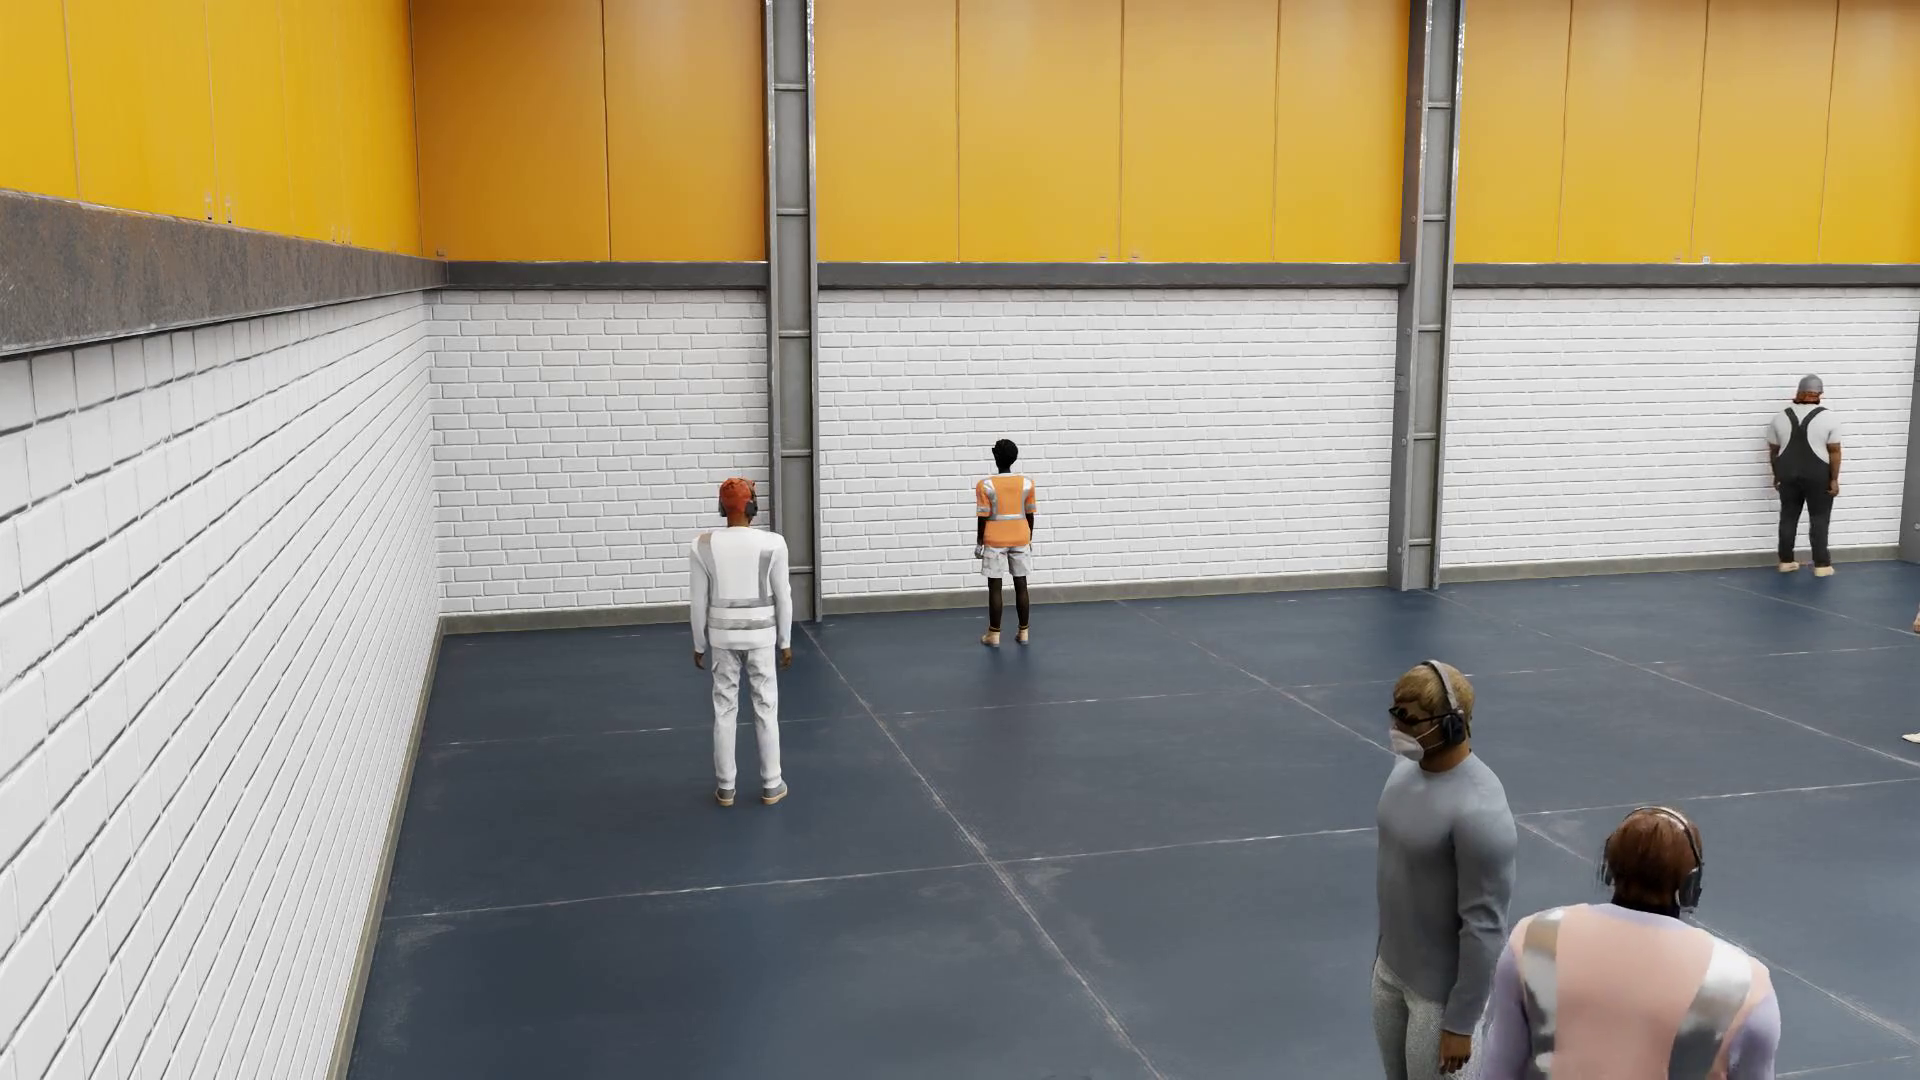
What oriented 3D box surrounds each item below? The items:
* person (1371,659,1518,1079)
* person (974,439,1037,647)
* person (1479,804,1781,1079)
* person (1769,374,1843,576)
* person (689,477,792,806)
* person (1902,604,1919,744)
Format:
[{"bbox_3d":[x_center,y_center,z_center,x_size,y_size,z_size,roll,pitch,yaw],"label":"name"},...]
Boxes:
[{"bbox_3d":[1.372,1.294,4.874,0.373,1.937,0.630,-1,9,-9],"label":"person"},{"bbox_3d":[0.367,0.025,13.531,0.531,1.697,0.320,-3,10,-19],"label":"person"},{"bbox_3d":[1.538,1.524,3.922,0.647,1.790,1.001,7,11,37],"label":"person"},{"bbox_3d":[8.544,-0.664,16.764,0.535,2.000,0.704,-8,12,-40],"label":"person"},{"bbox_3d":[-1.239,0.581,9.481,0.572,1.886,0.355,0,9,-1],"label":"person"},{"bbox_3d":[6.339,0.449,10.669,0.523,1.769,0.321,-4,10,-22],"label":"person"}]
